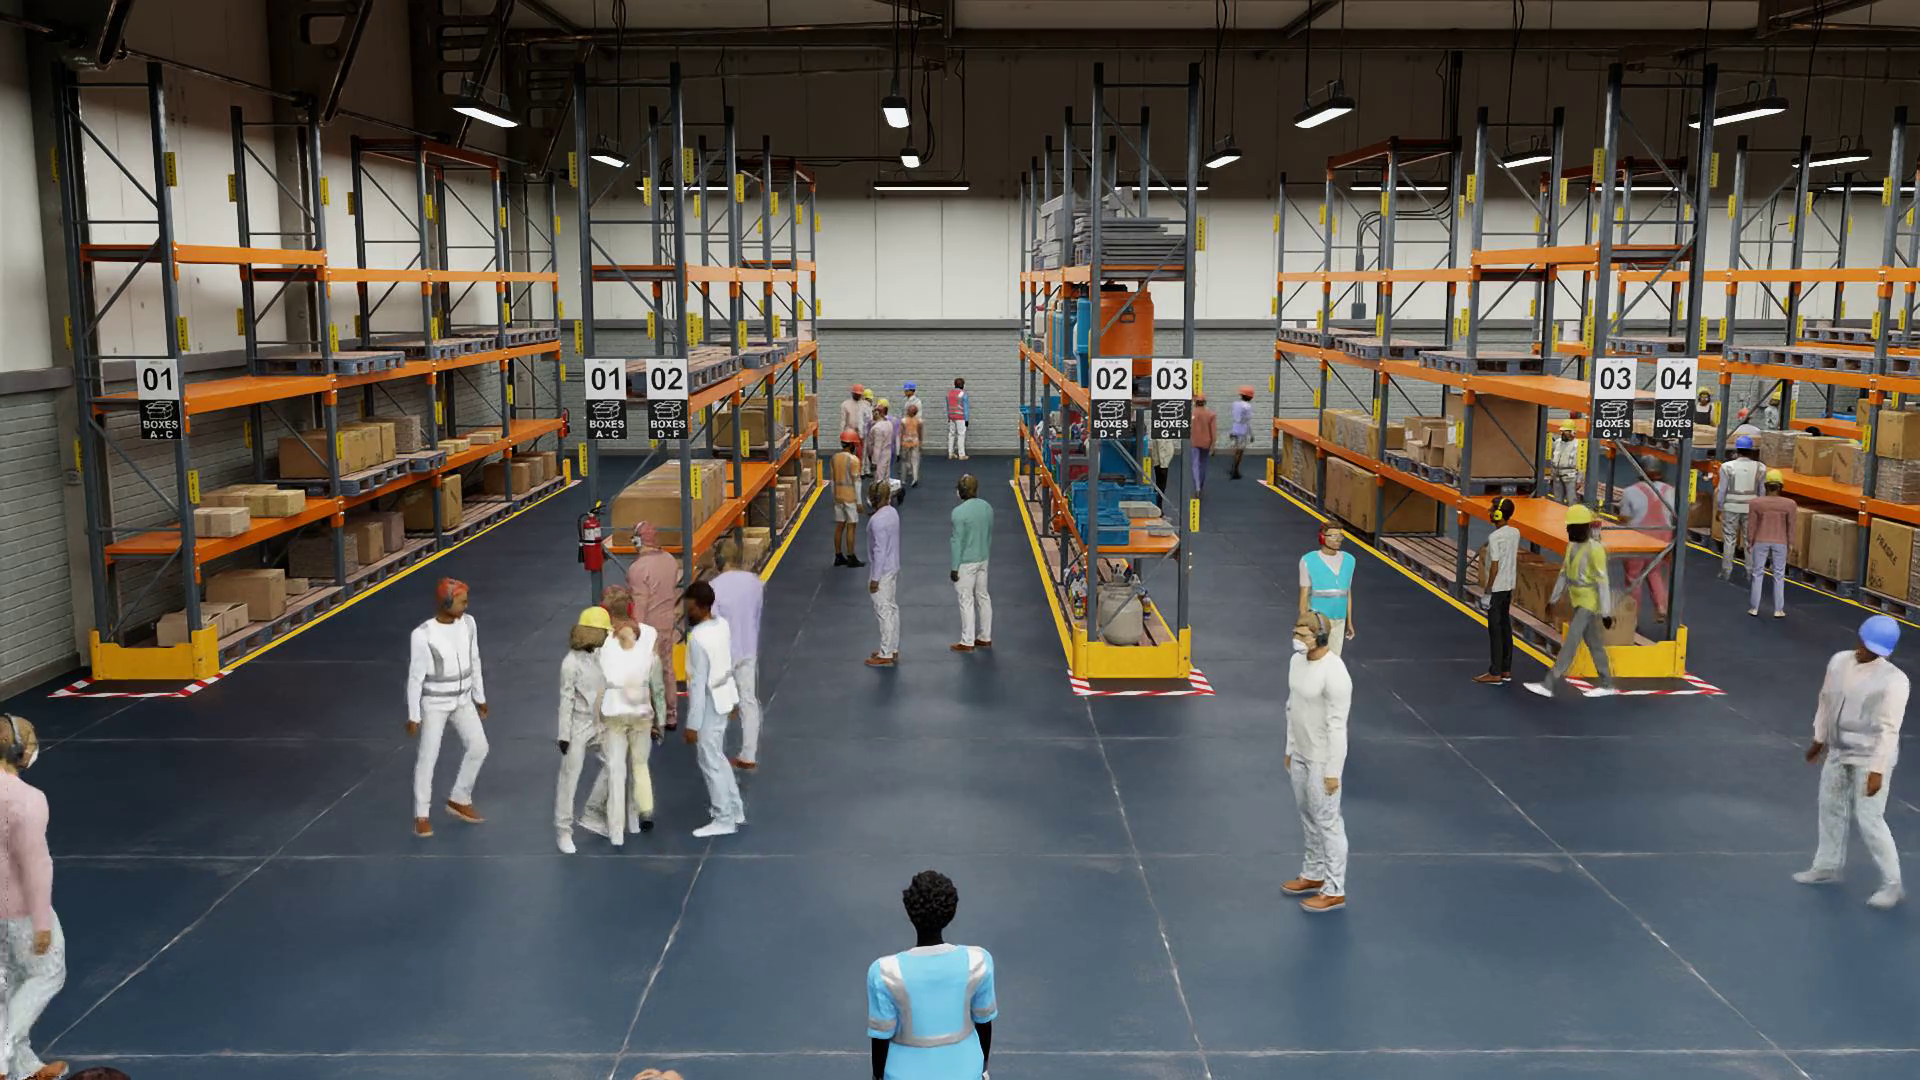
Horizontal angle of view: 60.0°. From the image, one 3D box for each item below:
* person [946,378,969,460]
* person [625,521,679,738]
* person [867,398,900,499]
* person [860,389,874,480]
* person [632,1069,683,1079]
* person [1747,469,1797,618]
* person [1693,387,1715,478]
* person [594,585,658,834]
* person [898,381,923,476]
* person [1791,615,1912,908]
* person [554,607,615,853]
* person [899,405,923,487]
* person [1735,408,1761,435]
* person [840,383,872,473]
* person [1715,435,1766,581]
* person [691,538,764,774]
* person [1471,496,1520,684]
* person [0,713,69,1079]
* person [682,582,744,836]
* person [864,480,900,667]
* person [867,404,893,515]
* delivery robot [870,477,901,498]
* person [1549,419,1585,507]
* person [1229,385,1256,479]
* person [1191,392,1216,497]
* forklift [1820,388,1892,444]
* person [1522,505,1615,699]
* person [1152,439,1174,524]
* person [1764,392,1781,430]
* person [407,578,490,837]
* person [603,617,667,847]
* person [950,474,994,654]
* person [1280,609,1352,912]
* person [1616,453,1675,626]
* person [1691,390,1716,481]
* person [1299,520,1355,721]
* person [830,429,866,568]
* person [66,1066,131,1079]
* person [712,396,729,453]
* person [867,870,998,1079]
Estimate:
[{"bbox_3d":[-0.034,-2.719,37.322,0.624,1.835,0.431,8,12,42],"label":"person"},{"bbox_3d":[-2.725,0.780,14.565,0.400,1.905,0.645,3,9,21],"label":"person"},{"bbox_3d":[-1.375,-1.626,30.134,0.586,1.879,0.925,-1,9,-6],"label":"person"},{"bbox_3d":[-1.882,-2.124,33.485,0.403,1.827,0.599,4,10,23],"label":"person"},{"bbox_3d":[-0.905,2.397,5.006,0.514,1.640,0.315,-1,9,-4],"label":"person"},{"bbox_3d":[9.617,0.044,19.734,0.525,1.772,0.308,5,10,27],"label":"person"},{"bbox_3d":[14.947,-2.141,33.484,0.592,1.868,1.022,8,12,43],"label":"person"},{"bbox_3d":[-2.432,1.229,11.906,0.586,1.831,0.443,-5,10,-30],"label":"person"},{"bbox_3d":[-1.015,-2.297,34.215,0.389,1.948,0.608,-8,12,-40],"label":"person"},{"bbox_3d":[5.802,1.382,10.717,0.437,1.908,0.704,-2,9,-12],"label":"person"},{"bbox_3d":[-2.620,1.316,11.713,0.408,1.725,0.534,4,10,26],"label":"person"},{"bbox_3d":[-0.958,-1.831,32.323,0.526,1.605,0.763,-2,9,-11],"label":"person"},{"bbox_3d":[13.816,-1.447,29.373,0.573,1.748,0.342,-2,9,-11],"label":"person"},{"bbox_3d":[-2.072,-2.156,33.253,0.618,1.968,0.430,-2,9,-11],"label":"person"},{"bbox_3d":[10.378,-0.418,22.132,0.615,1.945,0.404,1,9,8],"label":"person"},{"bbox_3d":[-1.934,0.931,13.543,0.769,1.913,0.662,8,12,41],"label":"person"},{"bbox_3d":[5.332,0.494,16.499,0.328,1.877,0.513,8,12,44],"label":"person"},{"bbox_3d":[-4.626,1.796,8.009,0.632,1.918,0.529,4,10,22],"label":"person"},{"bbox_3d":[-1.766,1.212,11.888,0.358,1.876,0.700,1,9,6],"label":"person"},{"bbox_3d":[-0.805,0.345,17.253,0.355,1.938,0.636,2,9,12],"label":"person"},{"bbox_3d":[-1.381,-1.369,28.379,0.406,1.910,0.639,3,9,16],"label":"person"},{"bbox_3d":[-1.332,-0.949,29.711,0.477,0.478,0.707,3,9,20],"label":"delivery robot"},{"bbox_3d":[9.513,-0.983,26.128,0.403,1.835,0.588,-6,11,-34],"label":"person"},{"bbox_3d":[5.687,-2.153,33.407,0.497,1.908,0.583,-4,10,-27],"label":"person"},{"bbox_3d":[4.452,-1.785,30.944,0.625,1.953,0.993,1,9,3],"label":"person"},{"bbox_3d":[20.072,-3.110,36.462,1.873,2.768,1.129,0,9,0],"label":"forklift"},{"bbox_3d":[5.842,0.600,15.800,0.980,1.866,0.594,0,9,-2],"label":"person"},{"bbox_3d":[3.364,-1.250,27.378,0.414,1.985,0.610,1,9,9],"label":"person"},{"bbox_3d":[16.701,-2.172,34.114,0.487,1.737,0.320,-4,10,-23],"label":"person"},{"bbox_3d":[-3.731,1.194,12.053,0.501,1.856,0.681,6,10,32],"label":"person"},{"bbox_3d":[-2.329,1.361,11.773,0.519,1.609,0.779,-3,9,-18],"label":"person"},{"bbox_3d":[0.118,0.252,17.894,0.368,1.930,0.628,7,11,38],"label":"person"},{"bbox_3d":[2.267,1.386,10.603,0.378,1.930,0.628,-2,9,-14],"label":"person"},{"bbox_3d":[7.885,-0.010,19.208,0.685,2.000,0.539,0,9,-2],"label":"person"},{"bbox_3d":[14.810,-2.079,33.219,0.520,1.833,0.369,4,10,25],"label":"person"},{"bbox_3d":[3.307,0.733,15.042,0.566,1.850,0.389,-4,10,-23],"label":"person"},{"bbox_3d":[-1.559,-0.586,23.247,0.551,1.934,0.373,8,12,42],"label":"person"},{"bbox_3d":[-2.283,2.329,4.563,0.590,1.916,0.382,-1,9,-3],"label":"person"},{"bbox_3d":[-4.808,-2.205,33.689,0.542,1.928,0.374,1,9,8],"label":"person"},{"bbox_3d":[-0.113,2.128,6.556,0.535,1.697,0.318,-3,9,-18],"label":"person"}]
